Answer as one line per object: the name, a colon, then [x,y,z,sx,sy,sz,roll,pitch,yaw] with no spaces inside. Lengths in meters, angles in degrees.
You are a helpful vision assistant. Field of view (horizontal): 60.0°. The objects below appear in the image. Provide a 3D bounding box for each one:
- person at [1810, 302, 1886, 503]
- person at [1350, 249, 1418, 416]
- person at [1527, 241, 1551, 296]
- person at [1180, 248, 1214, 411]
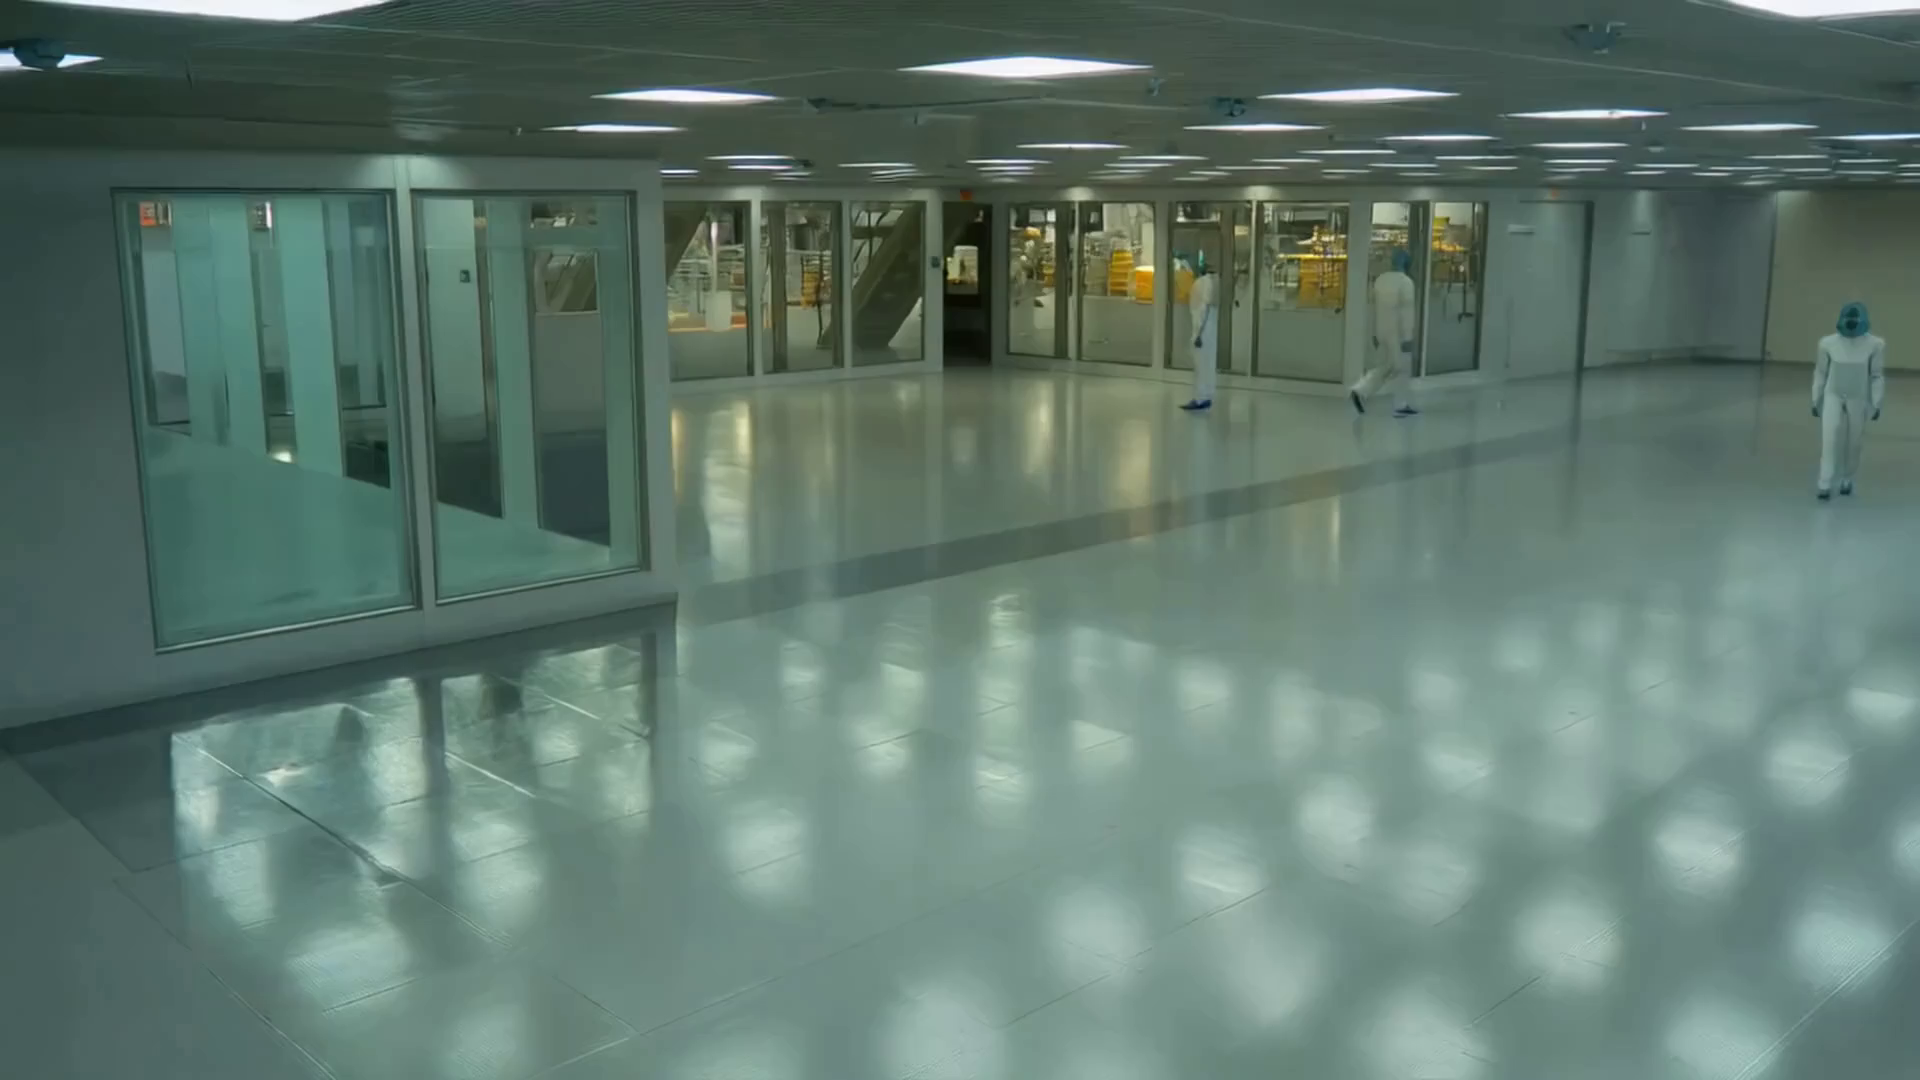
person: [7.064,-1.096,13.249,0.515,1.582,0.847,7,13,33]
person: [4.812,-2.317,18.657,0.721,1.883,0.674,-5,12,-23]
person: [15.356,-7.404,43.813,0.878,2.020,0.613,-3,12,-12]
person: [2.750,-2.422,19.215,0.349,1.876,0.539,0,11,0]
